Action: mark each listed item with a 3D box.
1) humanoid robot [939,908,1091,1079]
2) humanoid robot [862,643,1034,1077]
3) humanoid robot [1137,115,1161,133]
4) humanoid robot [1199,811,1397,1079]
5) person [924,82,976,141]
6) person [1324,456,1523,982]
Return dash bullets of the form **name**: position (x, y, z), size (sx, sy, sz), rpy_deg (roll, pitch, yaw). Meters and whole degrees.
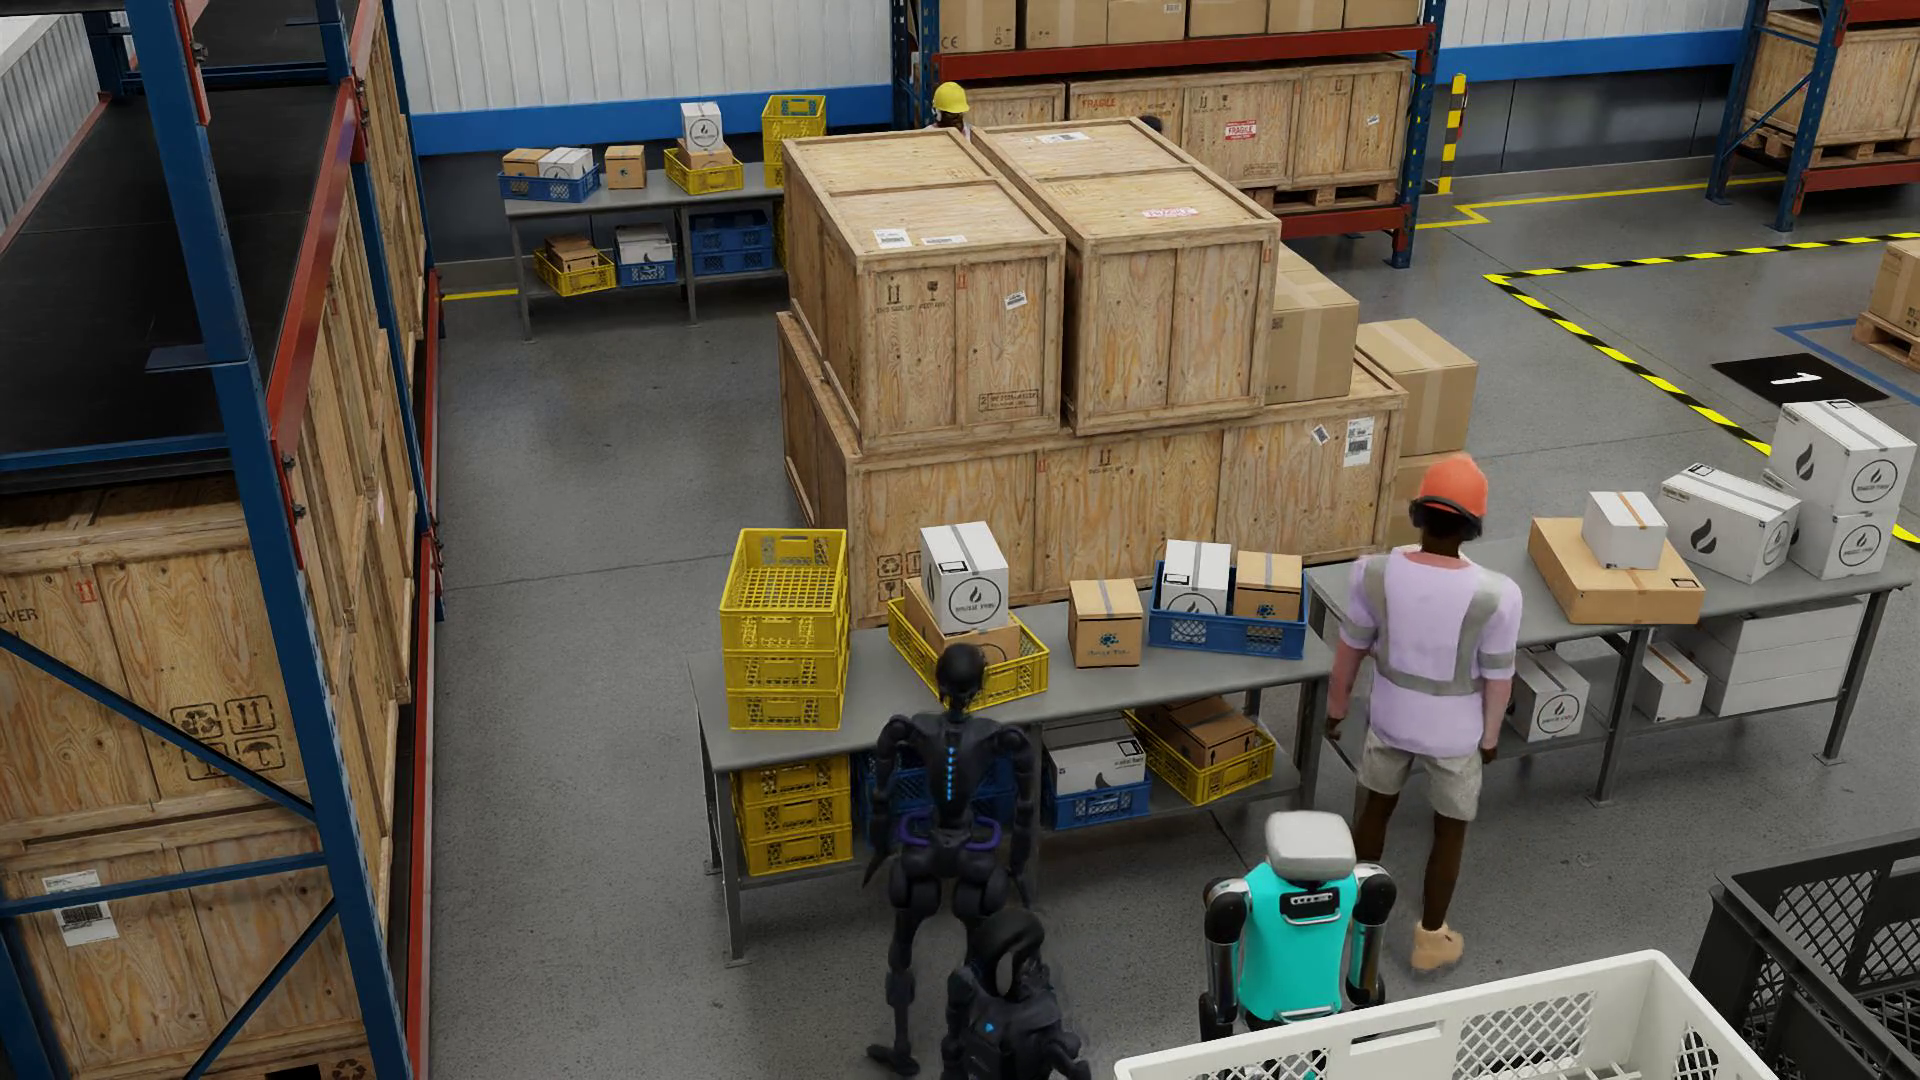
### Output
- **humanoid robot**: position (0.169, 1.713, 4.577), size (0.577, 1.643, 0.615), rpy_deg (-26, 38, -38)
- **humanoid robot**: position (-0.055, 1.117, 5.628), size (0.594, 1.639, 0.441), rpy_deg (2, 29, 4)
- **humanoid robot**: position (1.298, -2.135, 11.548), size (0.394, 1.647, 0.588), rpy_deg (1, 29, 2)
- **humanoid robot**: position (0.965, 1.609, 4.579), size (0.531, 1.695, 0.740), rpy_deg (-5, 29, -9)
- **person**: position (-0.070, -2.291, 11.653), size (0.599, 1.830, 0.404), rpy_deg (-23, 36, -36)
- **person**: position (1.679, 0.671, 6.088), size (0.711, 2.013, 0.558), rpy_deg (17, 33, 28)
